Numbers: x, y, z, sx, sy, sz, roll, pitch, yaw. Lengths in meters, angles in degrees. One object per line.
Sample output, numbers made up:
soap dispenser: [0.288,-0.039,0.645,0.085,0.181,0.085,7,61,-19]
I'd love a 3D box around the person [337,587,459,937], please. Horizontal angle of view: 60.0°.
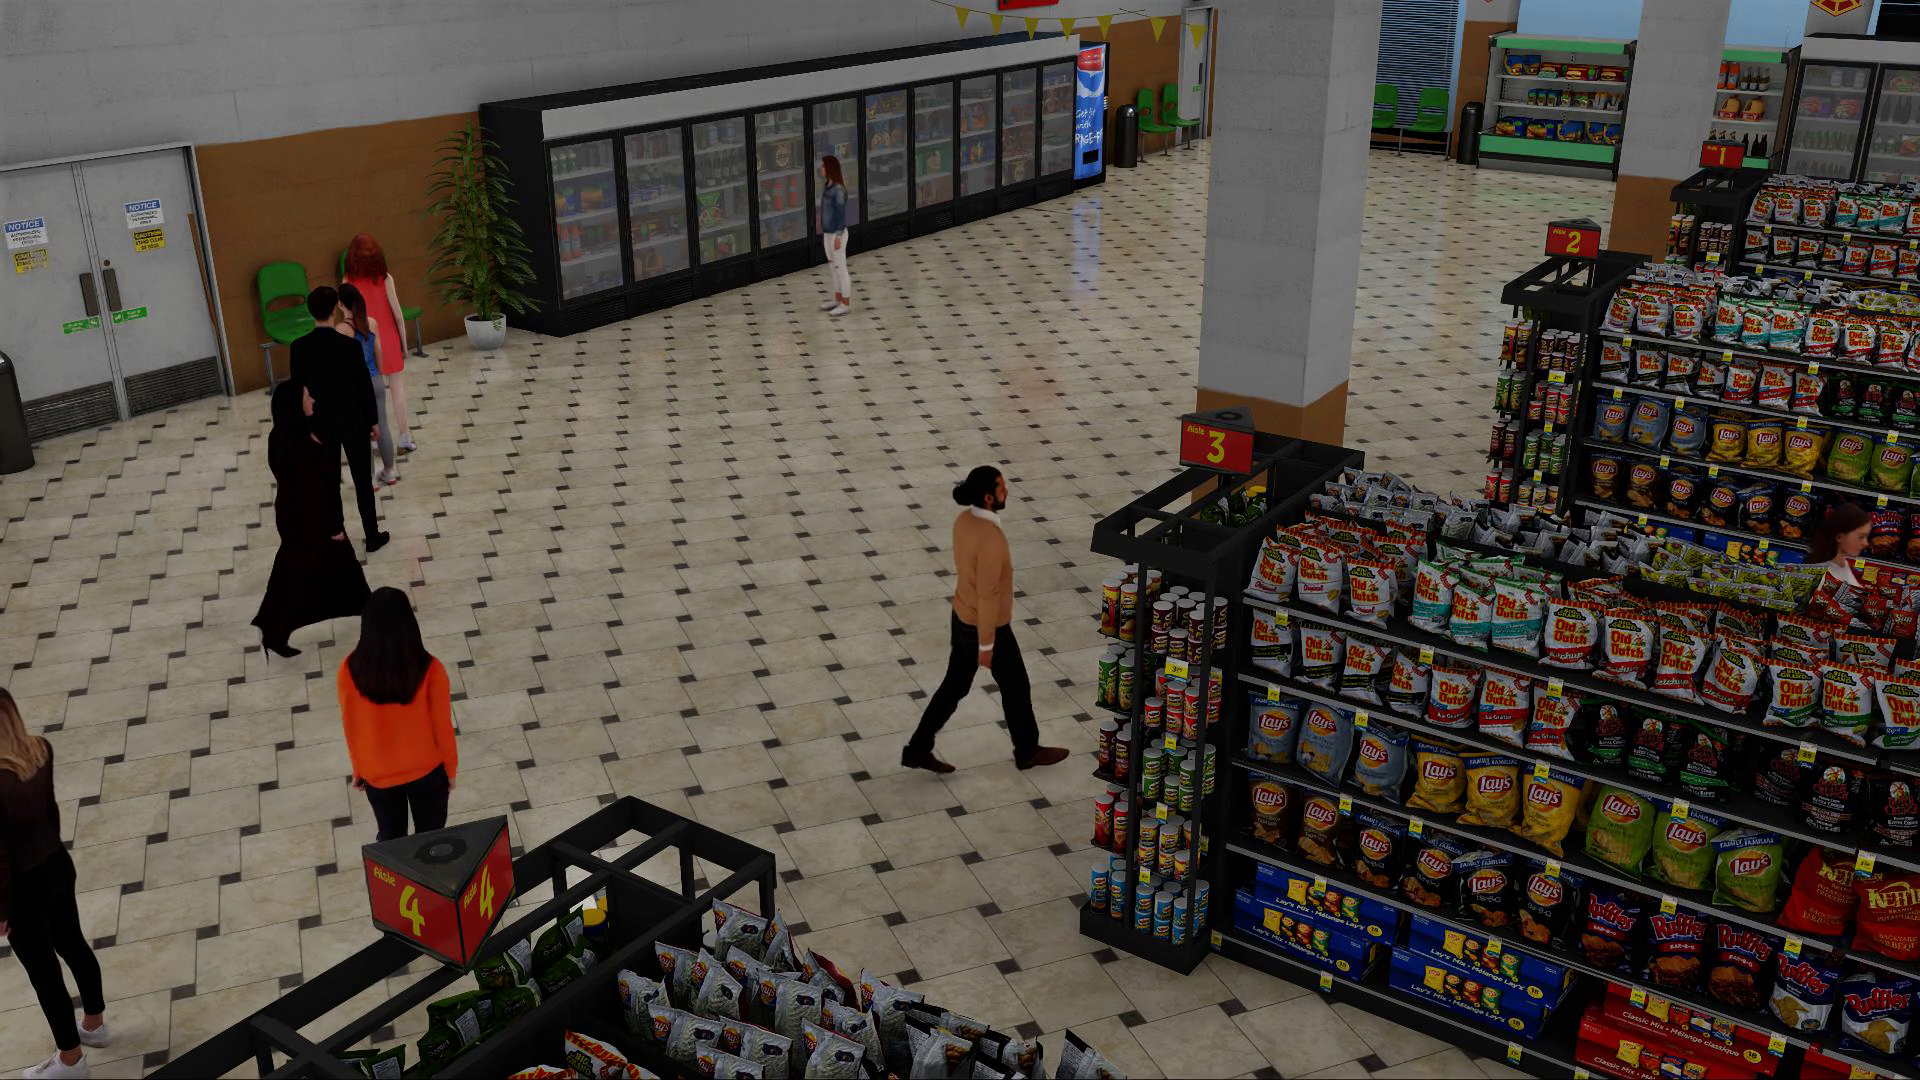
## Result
person: [-2.393,1.038,7.101,0.863,1.740,0.905,-1,22,-1]

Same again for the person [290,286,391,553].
person: [-4.304,-0.819,11.518,0.774,1.890,0.846,-3,22,-6]

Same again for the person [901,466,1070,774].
person: [0.037,0.467,8.551,1.136,1.719,1.175,-8,23,-18]

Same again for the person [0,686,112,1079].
person: [-3.583,1.324,6.436,0.688,1.705,0.677,1,22,2]

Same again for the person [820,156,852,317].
person: [-1.327,-3.277,17.893,0.750,1.700,0.635,-9,23,-20]

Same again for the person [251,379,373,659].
person: [-3.981,-0.063,9.893,1.048,1.701,1.181,-12,25,-28]

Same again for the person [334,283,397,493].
person: [-4.599,-1.178,12.792,0.520,1.608,0.569,13,25,30]

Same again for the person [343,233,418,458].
person: [-4.725,-1.576,13.489,0.647,1.827,0.729,-2,22,-4]

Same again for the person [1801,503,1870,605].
person: [4.208,0.612,8.229,0.523,1.690,0.588,14,26,32]
